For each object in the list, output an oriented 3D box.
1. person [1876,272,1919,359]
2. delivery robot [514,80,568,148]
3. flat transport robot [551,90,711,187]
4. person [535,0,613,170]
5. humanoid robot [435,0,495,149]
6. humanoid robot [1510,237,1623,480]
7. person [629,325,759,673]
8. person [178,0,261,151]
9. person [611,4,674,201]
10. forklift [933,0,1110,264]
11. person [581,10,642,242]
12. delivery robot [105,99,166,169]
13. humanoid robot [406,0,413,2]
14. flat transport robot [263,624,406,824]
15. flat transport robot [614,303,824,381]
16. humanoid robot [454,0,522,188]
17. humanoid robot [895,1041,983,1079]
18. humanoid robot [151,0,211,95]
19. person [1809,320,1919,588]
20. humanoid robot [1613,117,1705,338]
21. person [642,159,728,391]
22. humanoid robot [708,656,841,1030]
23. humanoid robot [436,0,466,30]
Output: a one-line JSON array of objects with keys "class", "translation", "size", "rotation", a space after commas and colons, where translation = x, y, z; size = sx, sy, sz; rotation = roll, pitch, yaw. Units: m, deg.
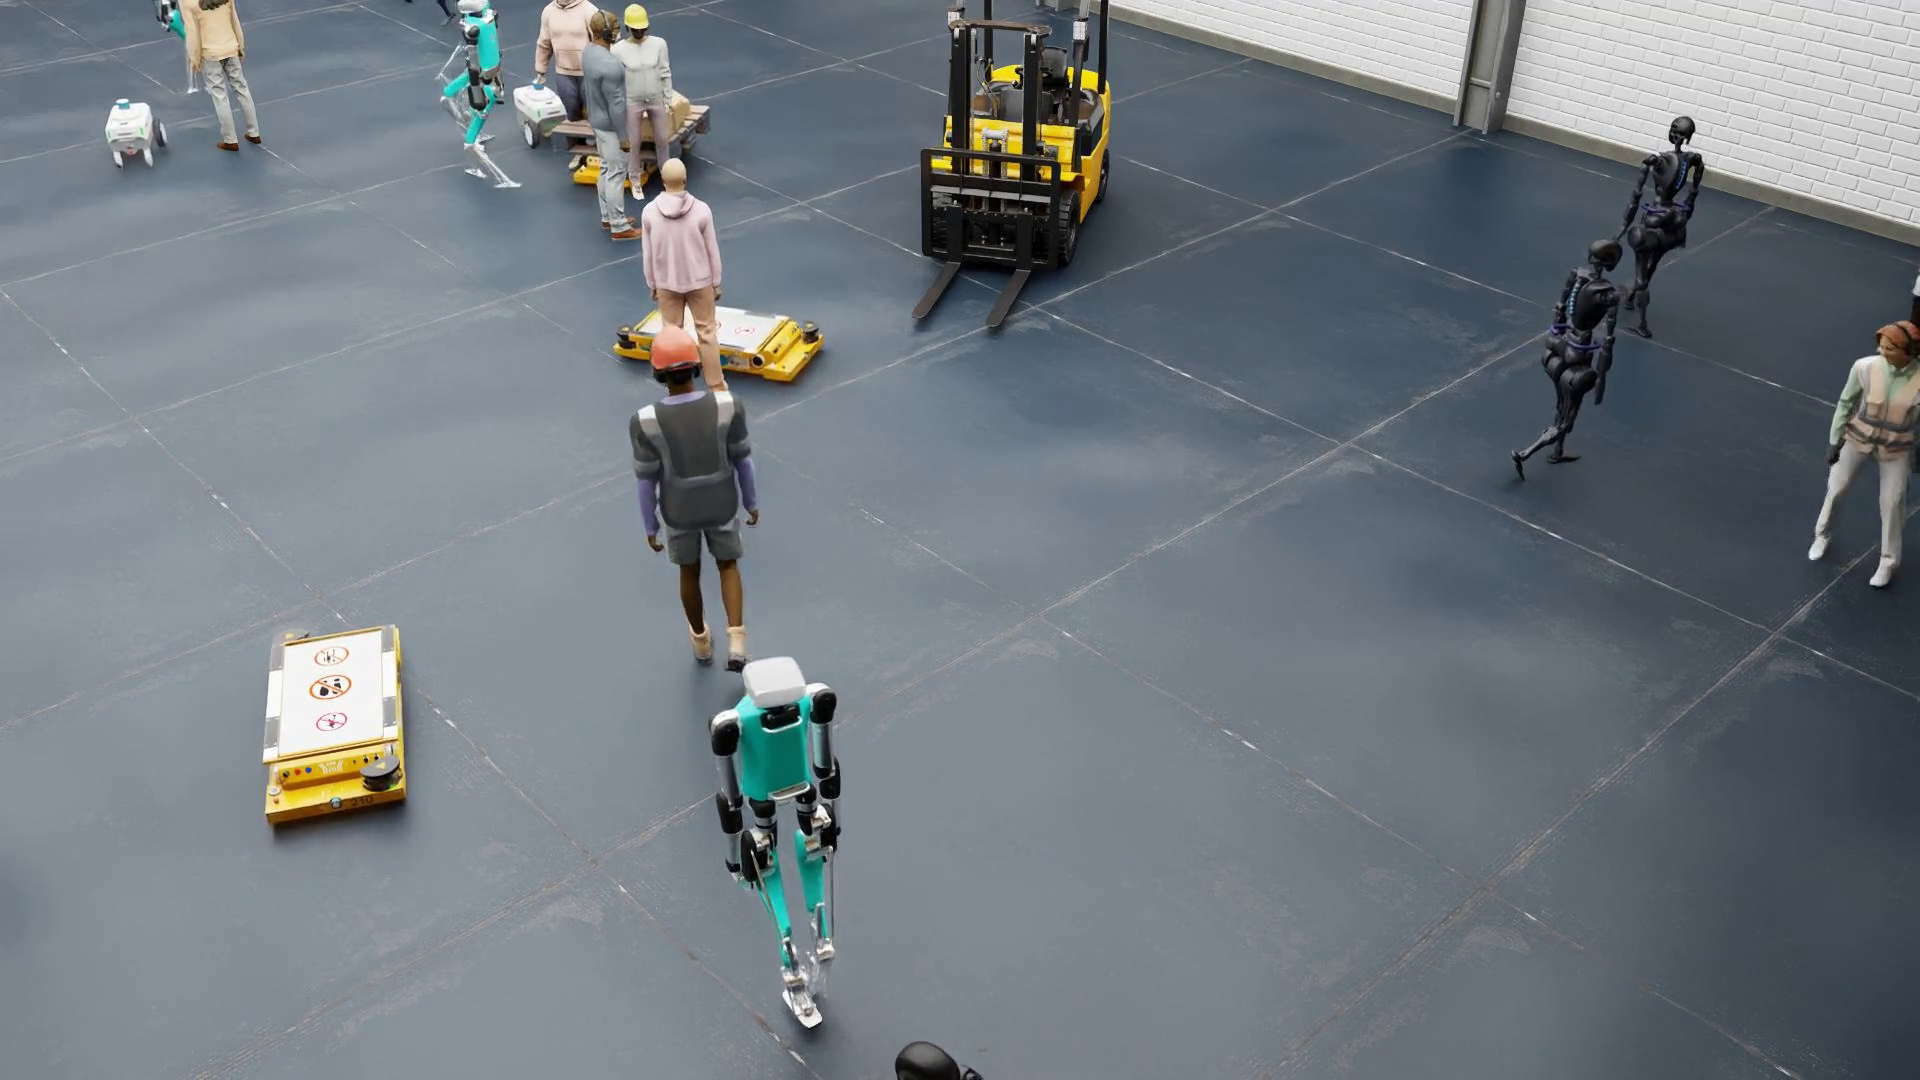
[{"class": "person", "translation": [7.133, -2.046, 12.005], "size": [0.550, 1.695, 0.386], "rotation": [-15, 36, -21]}, {"class": "delivery robot", "translation": [-4.109, -4.211, 16.399], "size": [0.499, 0.612, 0.809], "rotation": [-19, 38, -26]}, {"class": "flat transport robot", "translation": [-3.103, -3.720, 15.891], "size": [0.659, 0.231, 1.431], "rotation": [7, 34, 11]}, {"class": "person", "translation": [-3.534, -4.354, 15.414], "size": [0.818, 1.854, 0.434], "rotation": [6, 33, 9]}, {"class": "humanoid robot", "translation": [-4.770, -4.606, 15.879], "size": [0.767, 1.739, 0.530], "rotation": [-7, 34, -10]}, {"class": "humanoid robot", "translation": [3.886, -1.171, 10.704], "size": [0.670, 1.638, 0.589], "rotation": [-11, 35, -16]}, {"class": "person", "translation": [-1.367, -0.140, 8.776], "size": [0.642, 2.030, 0.655], "rotation": [-8, 34, -11]}, {"class": "person", "translation": [-7.070, -4.656, 15.857], "size": [0.393, 1.875, 0.566], "rotation": [23, 39, 31]}, {"class": "person", "translation": [-2.801, -3.880, 14.779], "size": [0.522, 1.758, 0.368], "rotation": [-15, 36, -22]}, {"class": "forklift", "translation": [0.570, -3.725, 14.138], "size": [1.214, 2.155, 2.313], "rotation": [9, 34, 13]}, {"class": "person", "translation": [-2.942, -3.475, 13.997], "size": [0.362, 1.933, 0.631], "rotation": [-15, 36, -22]}, {"class": "delivery robot", "translation": [-7.941, -3.930, 15.925], "size": [0.499, 0.566, 0.739], "rotation": [-10, 34, -15]}, {"class": "humanoid robot", "translation": [-6.942, -7.534, 20.457], "size": [0.559, 1.827, 0.886], "rotation": [-3, 33, -5]}, {"class": "flat transport robot", "translation": [-3.291, 0.910, 8.774], "size": [0.659, 0.231, 1.431], "rotation": [-9, 34, -14]}, {"class": "flat transport robot", "translation": [-1.811, -1.504, 12.485], "size": [1.431, 0.231, 0.659], "rotation": [10, 34, 15]}, {"class": "humanoid robot", "translation": [-4.488, -4.052, 15.091], "size": [0.867, 1.797, 0.574], "rotation": [7, 34, 10]}, {"class": "humanoid robot", "translation": [0.003, 2.247, 5.427], "size": [0.429, 1.640, 0.608], "rotation": [17, 37, 24]}, {"class": "humanoid robot", "translation": [-8.021, -5.466, 17.262], "size": [0.538, 1.798, 0.792], "rotation": [-4, 33, -6]}, {"class": "person", "translation": [5.402, -0.536, 9.760], "size": [0.574, 1.608, 0.354], "rotation": [22, 39, 30]}, {"class": "humanoid robot", "translation": [5.240, -2.420, 12.622], "size": [0.606, 1.635, 0.694], "rotation": [-7, 34, -11]}, {"class": "person", "translation": [-1.904, -1.751, 11.474], "size": [0.525, 1.782, 0.405], "rotation": [-2, 33, -3]}, {"class": "humanoid robot", "translation": [-0.633, 1.384, 6.793], "size": [0.544, 1.894, 0.733], "rotation": [-17, 37, -25]}, {"class": "humanoid robot", "translation": [-5.937, -6.761, 19.272], "size": [0.599, 1.654, 0.340], "rotation": [8, 34, 12]}]
